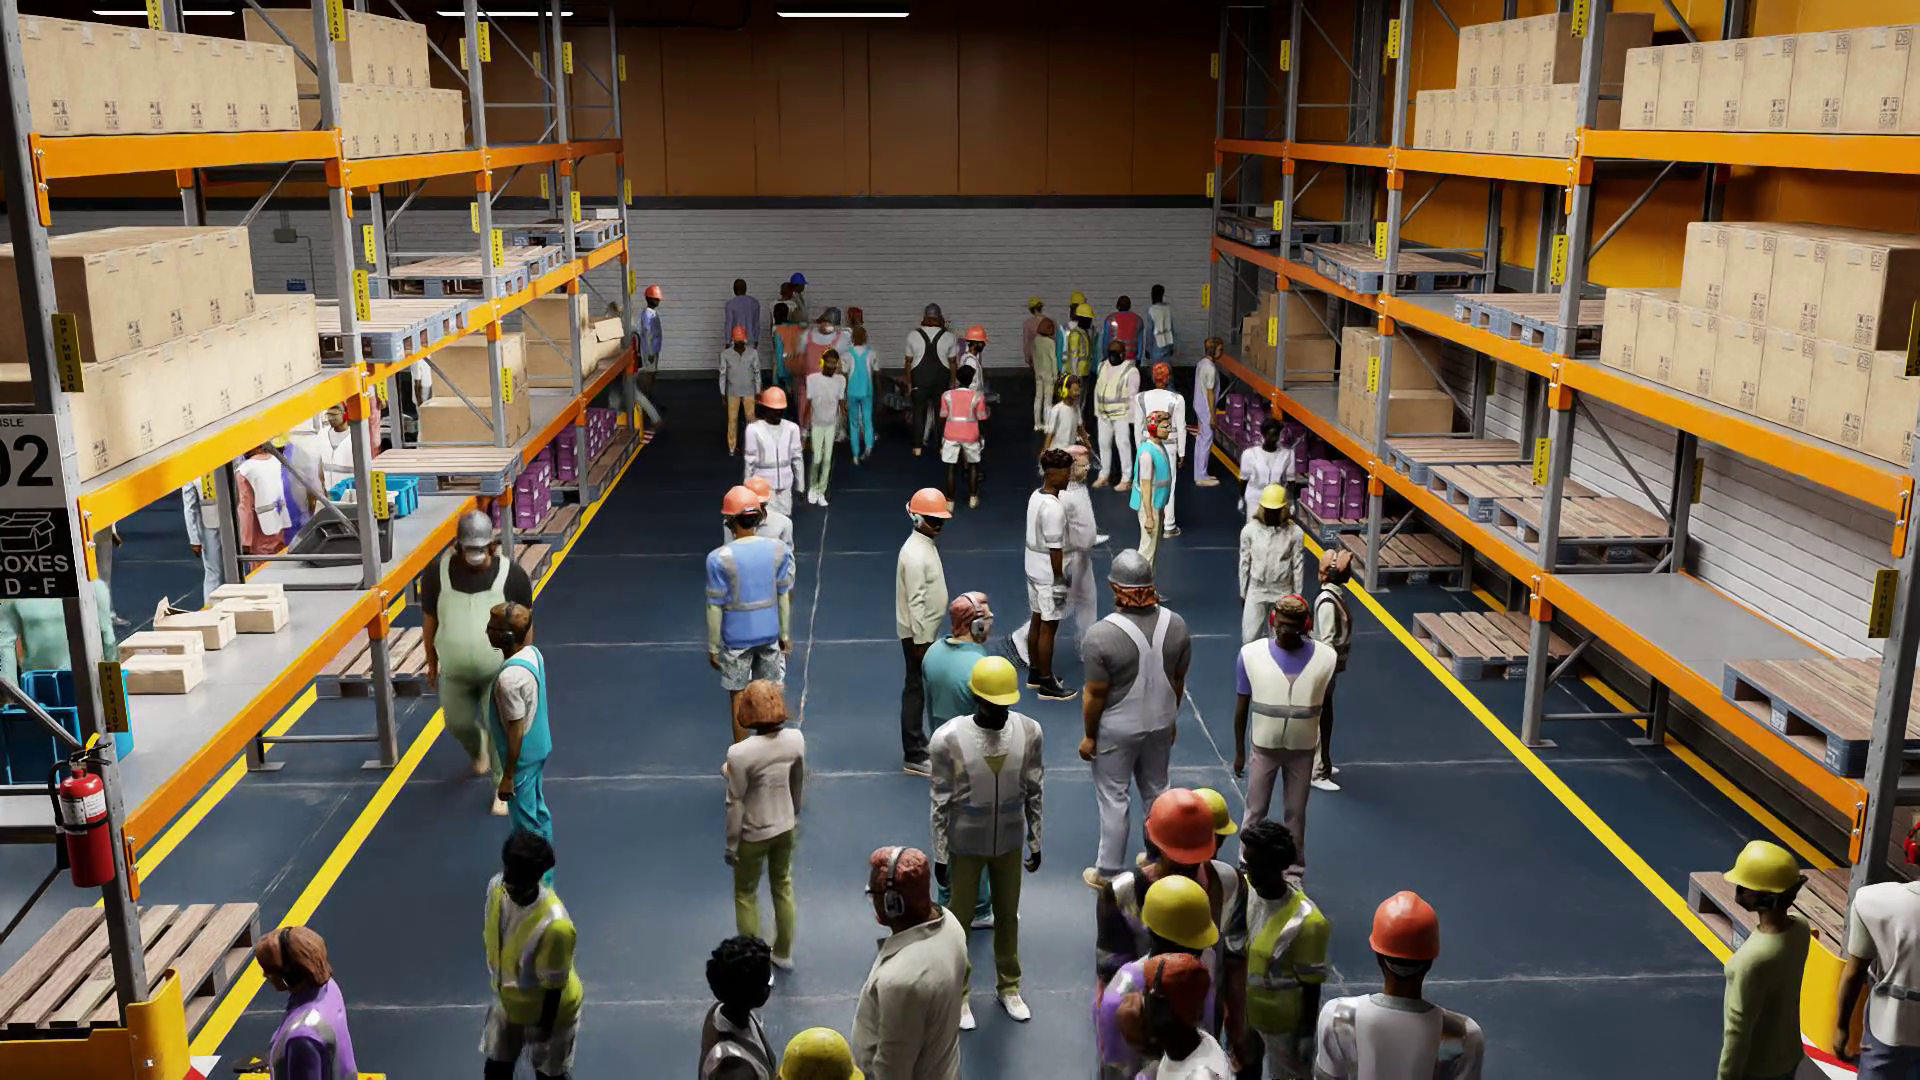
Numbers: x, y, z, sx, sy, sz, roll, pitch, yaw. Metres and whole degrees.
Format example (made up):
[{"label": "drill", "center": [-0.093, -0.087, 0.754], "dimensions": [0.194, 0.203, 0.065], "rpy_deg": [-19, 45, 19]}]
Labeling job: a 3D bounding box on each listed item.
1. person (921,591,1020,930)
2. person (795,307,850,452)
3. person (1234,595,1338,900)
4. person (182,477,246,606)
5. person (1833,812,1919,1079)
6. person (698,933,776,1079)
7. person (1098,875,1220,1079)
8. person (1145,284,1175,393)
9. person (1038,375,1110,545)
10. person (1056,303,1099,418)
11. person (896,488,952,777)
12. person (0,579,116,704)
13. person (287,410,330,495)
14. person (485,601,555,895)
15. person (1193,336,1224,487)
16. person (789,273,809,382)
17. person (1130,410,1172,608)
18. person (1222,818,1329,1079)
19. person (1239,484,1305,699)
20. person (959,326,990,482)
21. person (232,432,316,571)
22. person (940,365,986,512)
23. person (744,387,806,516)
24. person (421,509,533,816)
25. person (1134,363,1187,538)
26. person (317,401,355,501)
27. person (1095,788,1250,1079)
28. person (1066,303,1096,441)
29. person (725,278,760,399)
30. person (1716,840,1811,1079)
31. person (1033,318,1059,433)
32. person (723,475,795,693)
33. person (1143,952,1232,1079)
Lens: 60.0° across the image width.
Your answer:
[{"label": "person", "center": [0.069, 1.212, 9.222], "dimensions": [0.410, 1.912, 0.643], "rpy_deg": [-10, 17, -35]}, {"label": "person", "center": [-1.858, -2.161, 22.201], "dimensions": [0.782, 2.000, 0.539], "rpy_deg": [1, 14, 5]}, {"label": "person", "center": [1.839, 1.186, 9.465], "dimensions": [0.564, 1.839, 0.390], "rpy_deg": [0, 14, 0]}, {"label": "person", "center": [-6.409, -0.095, 14.367], "dimensions": [0.401, 1.907, 0.599], "rpy_deg": [7, 16, 26]}, {"label": "person", "center": [3.735, 1.945, 6.496], "dimensions": [0.563, 1.836, 0.385], "rpy_deg": [6, 15, 21]}, {"label": "person", "center": [-0.786, 2.178, 5.869], "dimensions": [0.320, 1.693, 0.535], "rpy_deg": [-2, 14, -7]}, {"label": "person", "center": [0.781, 2.080, 5.824], "dimensions": [0.604, 1.907, 0.635], "rpy_deg": [-12, 19, -40]}, {"label": "person", "center": [3.145, -3.001, 25.775], "dimensions": [0.611, 1.902, 0.539], "rpy_deg": [-12, 19, -40]}, {"label": "person", "center": [1.141, -0.841, 17.484], "dimensions": [1.003, 1.814, 0.518], "rpy_deg": [8, 16, 27]}, {"label": "person", "center": [1.690, -2.461, 23.821], "dimensions": [0.638, 1.823, 0.607], "rpy_deg": [-4, 15, -17]}, {"label": "person", "center": [-0.245, 0.616, 11.400], "dimensions": [0.391, 1.991, 0.613], "rpy_deg": [1, 14, 4]}, {"label": "person", "center": [-5.684, 0.888, 10.506], "dimensions": [0.667, 1.900, 0.433], "rpy_deg": [-9, 17, -31]}, {"label": "person", "center": [-6.942, -0.955, 17.733], "dimensions": [0.591, 1.912, 0.398], "rpy_deg": [-1, 14, -6]}, {"label": "person", "center": [-2.464, 1.228, 9.289], "dimensions": [0.345, 1.847, 0.508], "rpy_deg": [0, 14, -1]}, {"label": "person", "center": [3.023, -1.566, 20.283], "dimensions": [0.353, 1.837, 0.511], "rpy_deg": [-1, 14, -5]}, {"label": "person", "center": [-2.660, -3.391, 27.213], "dimensions": [0.388, 1.949, 0.604], "rpy_deg": [3, 15, 10]}, {"label": "person", "center": [1.750, -0.277, 15.193], "dimensions": [0.382, 1.845, 0.571], "rpy_deg": [4, 15, 16]}, {"label": "person", "center": [1.264, 1.933, 6.836], "dimensions": [0.322, 1.687, 0.544], "rpy_deg": [-11, 18, -37]}, {"label": "person", "center": [2.376, 0.421, 12.691], "dimensions": [0.491, 1.729, 0.418], "rpy_deg": [2, 14, 8]}, {"label": "person", "center": [0.171, -1.675, 20.520], "dimensions": [0.388, 1.930, 0.544], "rpy_deg": [-1, 14, -4]}, {"label": "person", "center": [-5.970, -0.198, 14.496], "dimensions": [0.693, 2.000, 0.689], "rpy_deg": [0, 14, 0]}, {"label": "person", "center": [0.035, -1.160, 19.014], "dimensions": [0.539, 1.667, 0.484], "rpy_deg": [2, 14, 8]}, {"label": "person", "center": [-1.744, -0.511, 15.966], "dimensions": [0.580, 1.914, 0.682], "rpy_deg": [-7, 16, -26]}, {"label": "person", "center": [-3.107, 0.744, 10.800], "dimensions": [0.694, 2.000, 0.720], "rpy_deg": [-2, 14, -6]}, {"label": "person", "center": [2.146, -0.957, 17.792], "dimensions": [0.576, 1.882, 0.355], "rpy_deg": [7, 16, 25]}, {"label": "person", "center": [-5.833, -0.439, 15.828], "dimensions": [0.567, 1.846, 0.389], "rpy_deg": [4, 15, 16]}, {"label": "person", "center": [0.821, 1.885, 6.346], "dimensions": [0.613, 2.033, 0.412], "rpy_deg": [-4, 15, -14]}, {"label": "person", "center": [1.689, -2.340, 23.168], "dimensions": [0.402, 1.917, 0.581], "rpy_deg": [4, 15, 15]}, {"label": "person", "center": [-3.451, -3.182, 26.432], "dimensions": [0.627, 1.933, 0.367], "rpy_deg": [-12, 19, -39]}, {"label": "person", "center": [3.064, 1.997, 6.446], "dimensions": [0.527, 1.761, 0.340], "rpy_deg": [-13, 19, -41]}, {"label": "person", "center": [1.229, -2.353, 23.761], "dimensions": [0.280, 1.636, 0.501], "rpy_deg": [-10, 18, -35]}, {"label": "person", "center": [-1.565, 0.346, 12.949], "dimensions": [0.565, 1.745, 0.349], "rpy_deg": [-1, 14, -2]}, {"label": "person", "center": [0.746, 2.244, 5.291], "dimensions": [0.348, 1.864, 0.720], "rpy_deg": [0, 14, 0]}]
